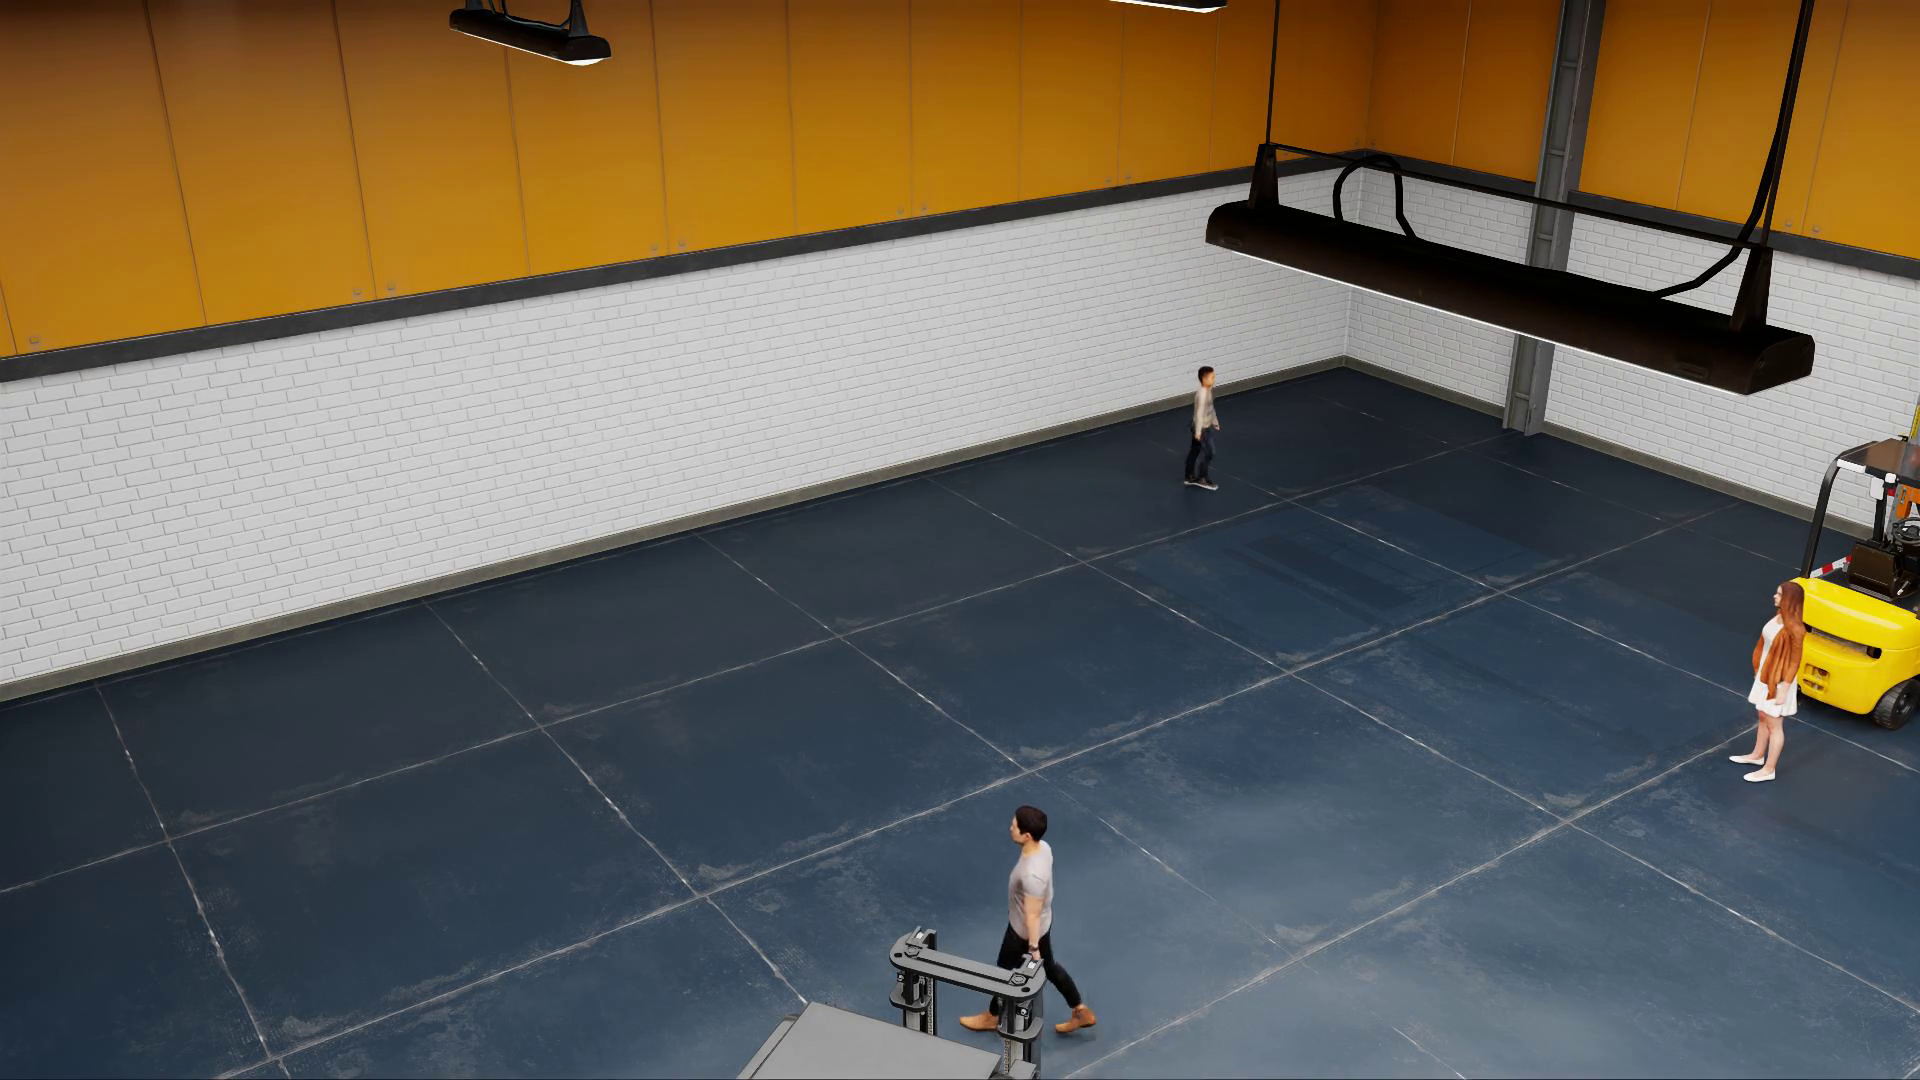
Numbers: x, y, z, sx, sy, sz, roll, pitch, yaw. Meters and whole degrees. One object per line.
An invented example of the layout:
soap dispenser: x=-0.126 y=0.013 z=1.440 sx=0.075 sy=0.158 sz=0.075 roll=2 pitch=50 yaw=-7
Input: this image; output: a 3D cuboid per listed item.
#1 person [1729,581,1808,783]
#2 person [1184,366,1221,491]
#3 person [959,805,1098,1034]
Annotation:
person: x=6.543 y=1.114 z=13.319 sx=0.780 sy=1.722 sz=0.697 roll=1 pitch=24 yaw=3
person: x=2.711 y=-1.304 z=19.189 sx=0.760 sy=1.449 sz=0.700 roll=4 pitch=24 yaw=10
person: x=0.524 y=2.420 z=10.376 sx=1.161 sy=1.686 sz=1.077 roll=5 pitch=24 yaw=11
